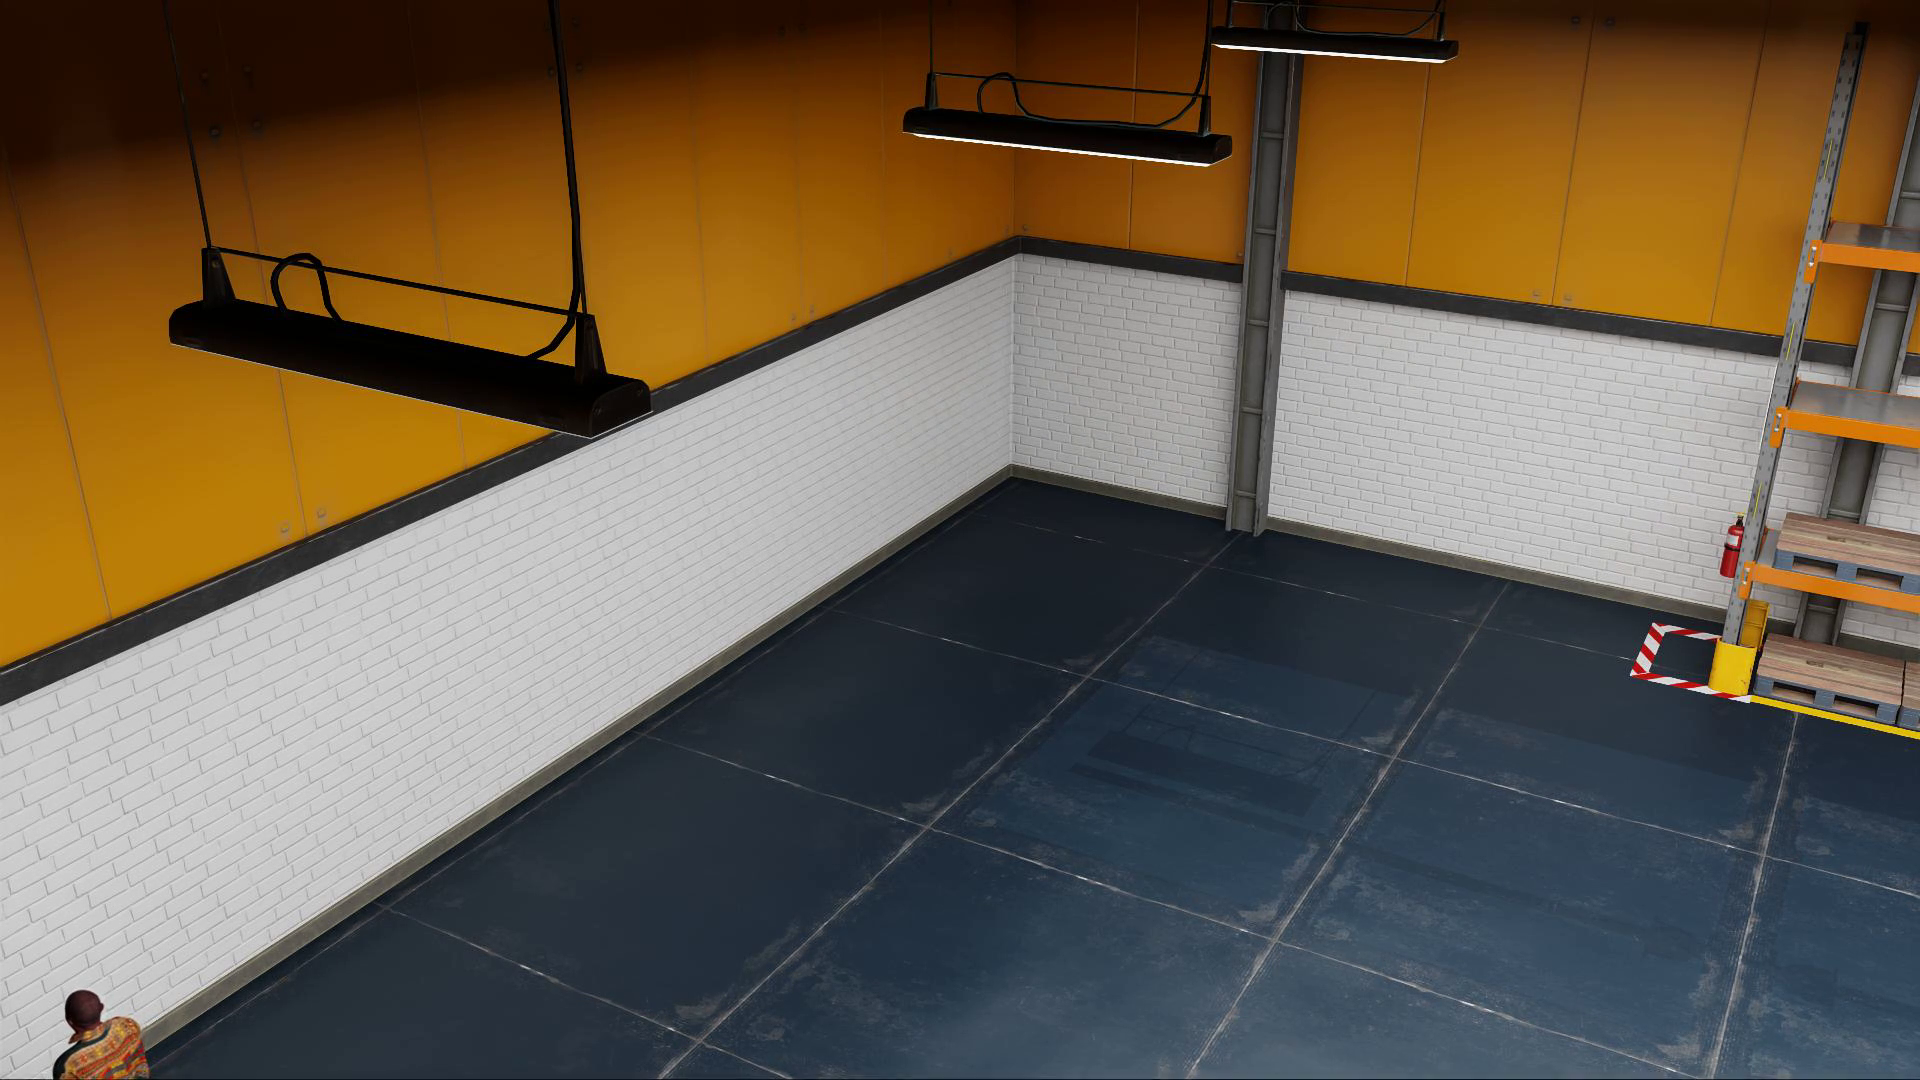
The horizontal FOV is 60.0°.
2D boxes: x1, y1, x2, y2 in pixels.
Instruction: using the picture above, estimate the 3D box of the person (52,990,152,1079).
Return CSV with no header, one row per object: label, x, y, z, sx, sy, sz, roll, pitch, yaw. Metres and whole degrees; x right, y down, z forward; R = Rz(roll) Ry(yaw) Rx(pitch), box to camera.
person,-4.724,3.270,9.317,0.645,1.807,0.686,12,26,25
